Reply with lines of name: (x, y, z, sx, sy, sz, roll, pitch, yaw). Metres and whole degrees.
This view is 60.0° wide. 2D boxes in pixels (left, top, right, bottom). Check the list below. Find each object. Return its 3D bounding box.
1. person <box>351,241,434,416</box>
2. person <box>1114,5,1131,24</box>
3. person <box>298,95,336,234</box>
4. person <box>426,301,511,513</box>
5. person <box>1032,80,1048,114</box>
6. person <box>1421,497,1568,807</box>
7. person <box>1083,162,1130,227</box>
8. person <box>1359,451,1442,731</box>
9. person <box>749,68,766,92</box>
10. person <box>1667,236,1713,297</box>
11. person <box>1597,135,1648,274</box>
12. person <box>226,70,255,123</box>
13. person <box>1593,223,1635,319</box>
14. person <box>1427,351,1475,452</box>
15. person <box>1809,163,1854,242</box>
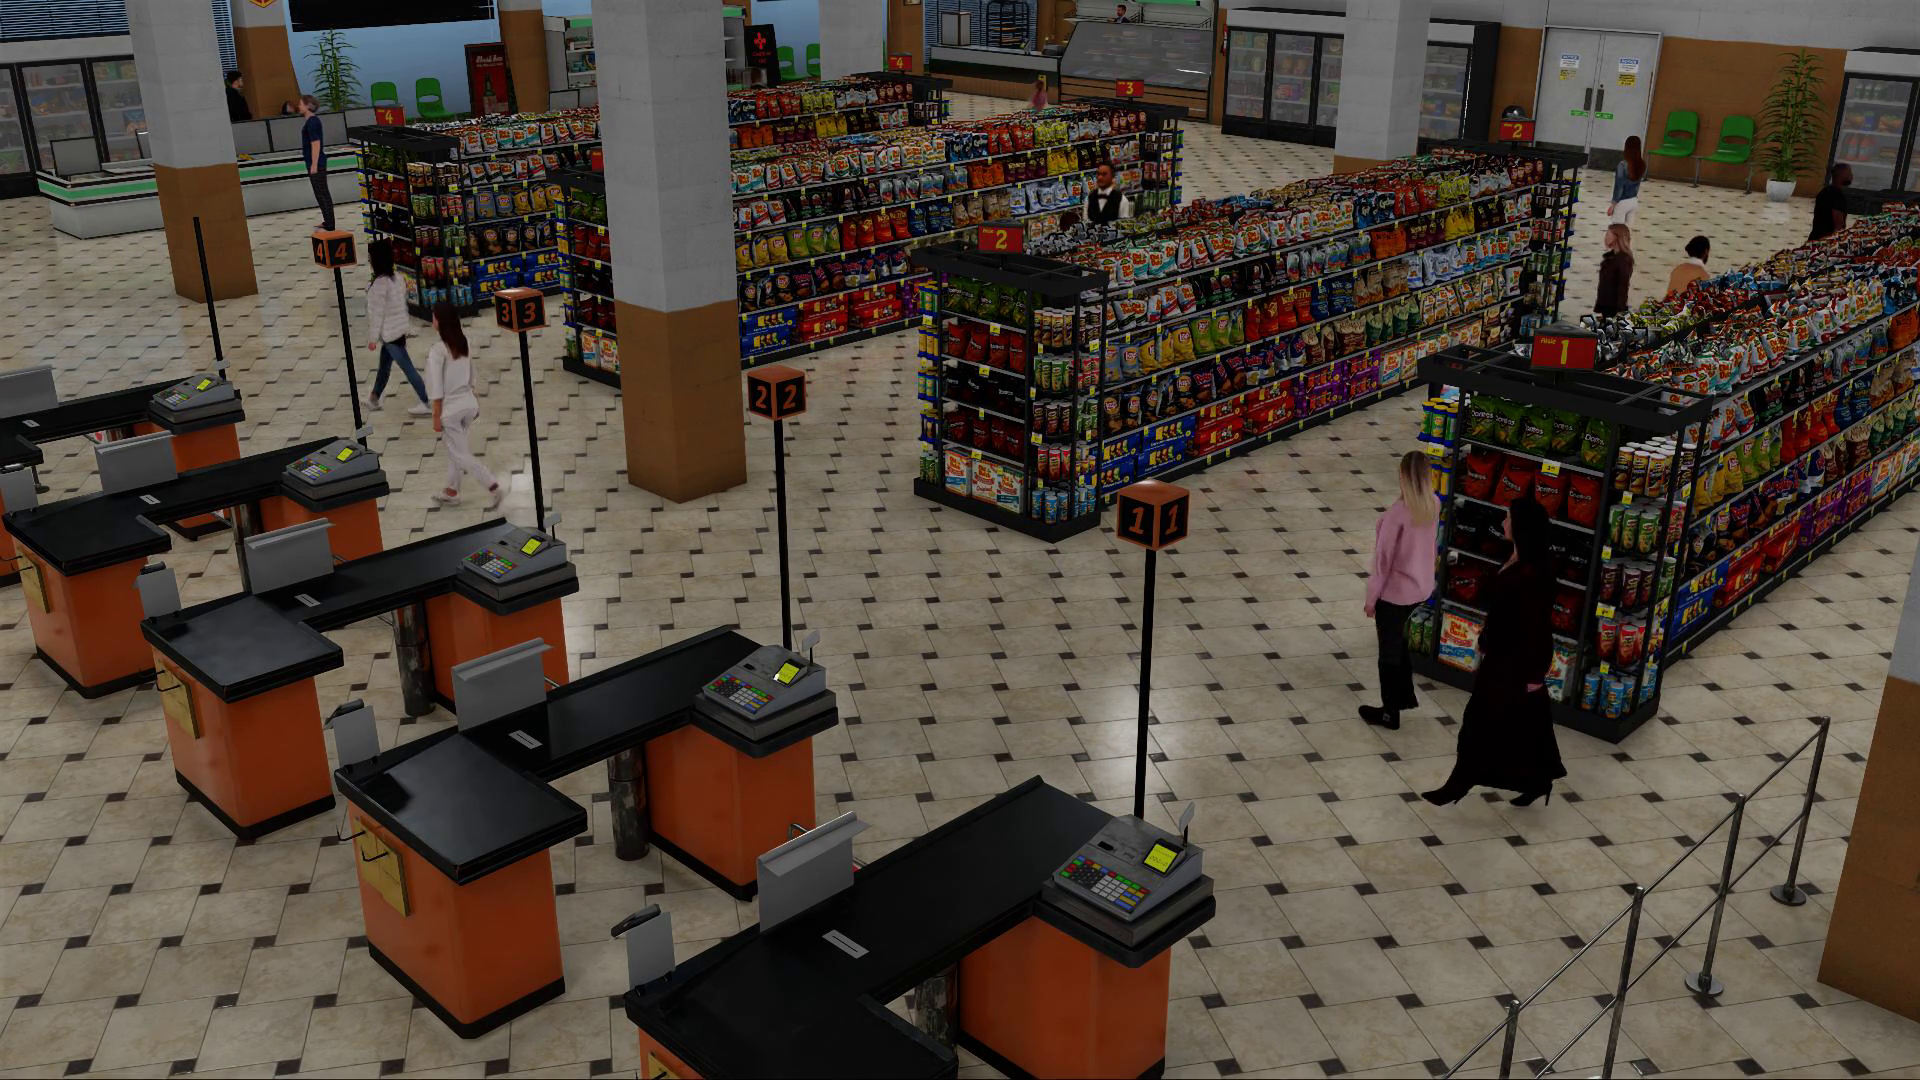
person: (-5.088, -1.883, 15.131, 1.101, 1.596, 1.060, 1, 22, 1)
person: (3.717, -11.425, 38.514, 0.614, 1.868, 0.570, 20, 29, 41)
person: (-8.929, -5.228, 23.089, 0.722, 1.871, 0.739, -6, 23, -15)
person: (-3.839, -1.000, 12.841, 0.935, 1.666, 1.053, 8, 23, 19)
person: (1.503, -8.221, 31.685, 0.513, 1.015, 0.569, 2, 22, 4)
person: (3.010, 0.640, 8.689, 1.061, 1.719, 1.055, 2, 22, 6)
person: (1.581, -3.024, 17.606, 0.976, 1.868, 1.289, 10, 24, 24)
person: (2.609, 0.321, 9.541, 0.593, 1.676, 0.724, -16, 27, -35)
person: (-3.328, -6.918, 27.493, 0.553, 1.724, 0.498, 20, 29, 41)
person: (6.323, -1.797, 14.757, 1.237, 1.716, 1.096, -2, 22, -4)
person: (8.260, -4.151, 20.634, 0.528, 1.703, 0.713, -14, 26, -30)
person: (-11.267, -6.263, 25.695, 0.689, 1.849, 1.031, 20, 29, 40)
person: (6.107, -2.083, 15.512, 0.877, 1.683, 0.804, -3, 22, -7)
person: (3.863, -0.921, 13.177, 0.597, 1.268, 0.637, 7, 23, 17)
person: (9.290, -3.153, 18.016, 1.053, 1.803, 1.055, 4, 22, 10)
